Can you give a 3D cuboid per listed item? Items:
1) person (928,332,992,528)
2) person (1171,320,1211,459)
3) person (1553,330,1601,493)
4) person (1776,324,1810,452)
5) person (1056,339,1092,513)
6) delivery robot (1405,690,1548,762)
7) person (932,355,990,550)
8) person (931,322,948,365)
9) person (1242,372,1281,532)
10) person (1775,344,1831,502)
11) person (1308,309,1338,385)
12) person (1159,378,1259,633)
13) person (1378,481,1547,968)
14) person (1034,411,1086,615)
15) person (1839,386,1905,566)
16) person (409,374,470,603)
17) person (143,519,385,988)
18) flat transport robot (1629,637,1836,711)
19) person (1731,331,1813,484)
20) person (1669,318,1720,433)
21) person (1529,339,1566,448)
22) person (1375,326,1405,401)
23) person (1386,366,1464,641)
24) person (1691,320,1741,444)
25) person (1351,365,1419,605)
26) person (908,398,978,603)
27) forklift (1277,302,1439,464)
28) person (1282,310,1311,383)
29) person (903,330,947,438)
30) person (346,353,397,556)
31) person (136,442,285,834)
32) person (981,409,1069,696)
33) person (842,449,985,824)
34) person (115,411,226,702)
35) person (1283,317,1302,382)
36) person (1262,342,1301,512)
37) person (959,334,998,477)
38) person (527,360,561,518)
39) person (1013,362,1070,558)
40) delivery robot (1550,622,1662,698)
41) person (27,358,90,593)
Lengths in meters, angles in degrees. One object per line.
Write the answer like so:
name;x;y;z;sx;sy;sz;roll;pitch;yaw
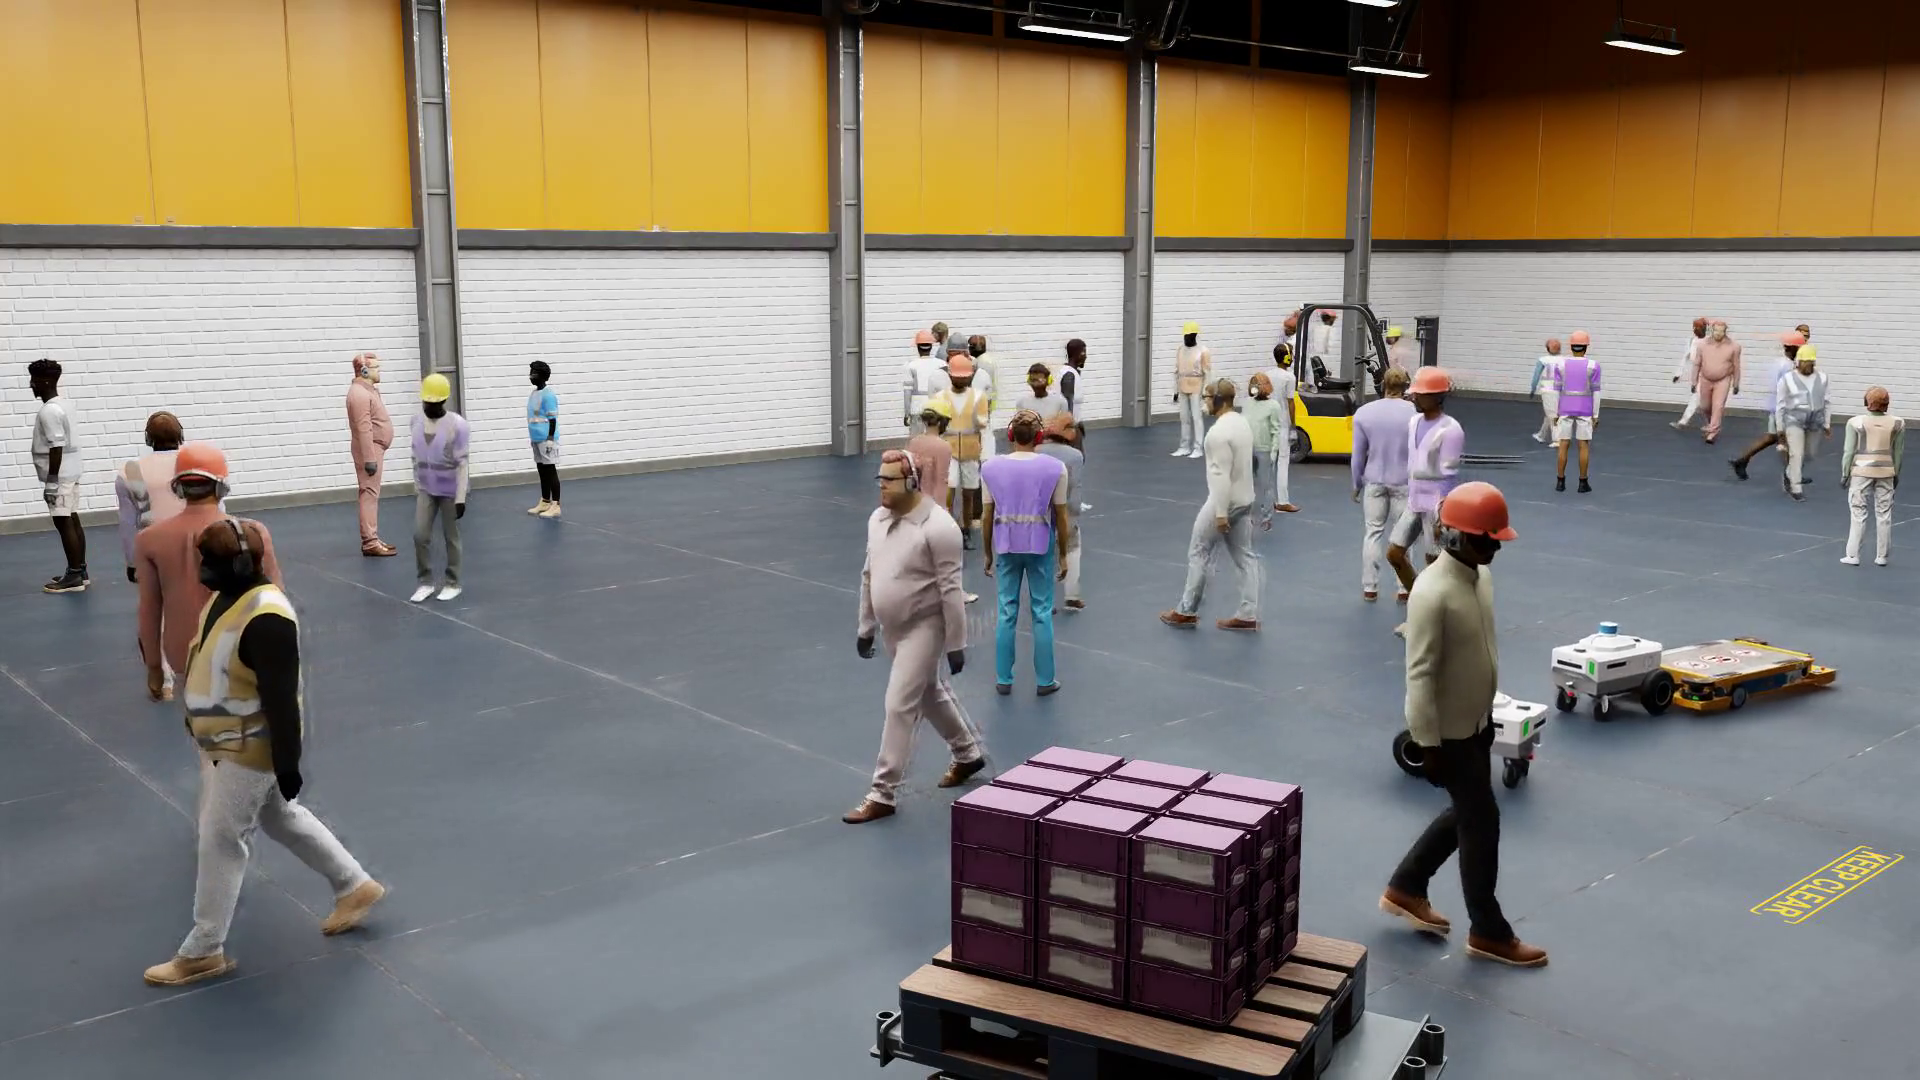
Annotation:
person;-0.040;-1.127;17.185;0.684;2.000;0.538;-3;10;-19
person;3.209;-2.098;23.208;0.387;1.922;0.594;-9;13;-41
person;7.355;-1.533;19.857;0.545;1.941;0.351;5;11;27
person;12.048;-2.185;23.969;0.505;1.840;0.346;-1;10;-4
person;1.232;-1.261;18.356;0.450;1.908;0.652;1;10;6
delivery robot;2.792;0.965;9.004;0.707;0.478;0.477;7;12;37
person;0.005;-0.803;15.767;0.555;1.901;0.689;0;10;0
person;-0.189;-2.047;22.939;0.421;1.918;0.648;1;10;7
person;3.053;-0.899;17.041;0.284;1.633;0.497;-9;13;-42
person;9.764;-1.377;19.333;0.589;1.810;0.767;0;10;1
person;6.025;-2.939;27.935;0.955;2.010;0.619;-6;12;-33
person;1.889;-0.260;12.504;0.866;1.903;0.626;6;12;33
person;2.023;0.724;6.614;0.685;1.946;0.679;7;12;35
person;0.791;-0.212;13.088;0.493;1.602;0.632;6;11;30
person;8.272;-0.572;15.099;0.513;1.642;0.313;2;10;9
person;-4.197;-0.407;13.450;0.595;1.876;0.611;2;10;13
person;-2.782;0.795;6.617;0.937;1.807;0.629;-7;12;-35
flat transport robot;4.953;0.852;10.772;1.431;0.197;0.652;-6;11;-31
person;10.121;-1.638;20.594;0.873;1.912;0.549;2;10;11
person;11.795;-2.627;26.589;1.011;1.826;0.601;-3;10;-15
person;8.749;-2.173;24.666;0.513;1.587;0.910;-2;10;-14
person;6.584;-2.396;25.432;0.369;1.750;0.554;-3;10;-15
person;3.347;-0.242;12.032;0.478;2.026;0.646;-3;10;-17
person;11.473;-2.414;25.229;0.653;1.869;0.906;7;12;37
person;3.486;-0.441;13.464;0.635;1.937;0.352;4;10;22
person;-0.297;-0.275;13.202;0.953;1.706;0.540;-9;13;-42
forklift;5.320;-2.157;22.763;2.313;2.155;1.214;3;10;16
person;5.923;-3.059;28.929;0.549;1.889;0.668;-7;12;-34
person;-0.422;-1.555;20.002;0.551;1.932;0.378;-2;10;-13
person;-5.543;-0.805;15.681;0.409;1.913;0.639;-3;10;-19
person;-3.504;0.502;7.938;0.619;1.940;1.009;0;10;0
person;0.411;0.090;10.625;0.564;1.846;0.390;2;10;9
person;-0.216;0.447;8.520;0.988;1.862;0.660;-7;12;-37
person;-4.979;0.103;10.562;0.623;1.847;0.429;-5;11;-27
person;5.319;-2.619;26.511;0.350;1.856;0.719;3;10;19
person;3.532;-1.242;18.357;0.335;1.873;0.521;-6;11;-31
person;0.166;-1.694;21.141;0.681;1.818;0.659;0;10;0
person;-4.507;-1.090;17.971;0.316;1.696;0.541;-7;12;-35
person;0.757;-0.719;15.371;0.519;1.847;0.437;5;11;25
delivery robot;3.984;0.751;10.257;0.707;0.478;0.477;-6;11;-31
person;-7.586;-0.544;13.987;0.361;1.963;0.613;-3;10;-16
